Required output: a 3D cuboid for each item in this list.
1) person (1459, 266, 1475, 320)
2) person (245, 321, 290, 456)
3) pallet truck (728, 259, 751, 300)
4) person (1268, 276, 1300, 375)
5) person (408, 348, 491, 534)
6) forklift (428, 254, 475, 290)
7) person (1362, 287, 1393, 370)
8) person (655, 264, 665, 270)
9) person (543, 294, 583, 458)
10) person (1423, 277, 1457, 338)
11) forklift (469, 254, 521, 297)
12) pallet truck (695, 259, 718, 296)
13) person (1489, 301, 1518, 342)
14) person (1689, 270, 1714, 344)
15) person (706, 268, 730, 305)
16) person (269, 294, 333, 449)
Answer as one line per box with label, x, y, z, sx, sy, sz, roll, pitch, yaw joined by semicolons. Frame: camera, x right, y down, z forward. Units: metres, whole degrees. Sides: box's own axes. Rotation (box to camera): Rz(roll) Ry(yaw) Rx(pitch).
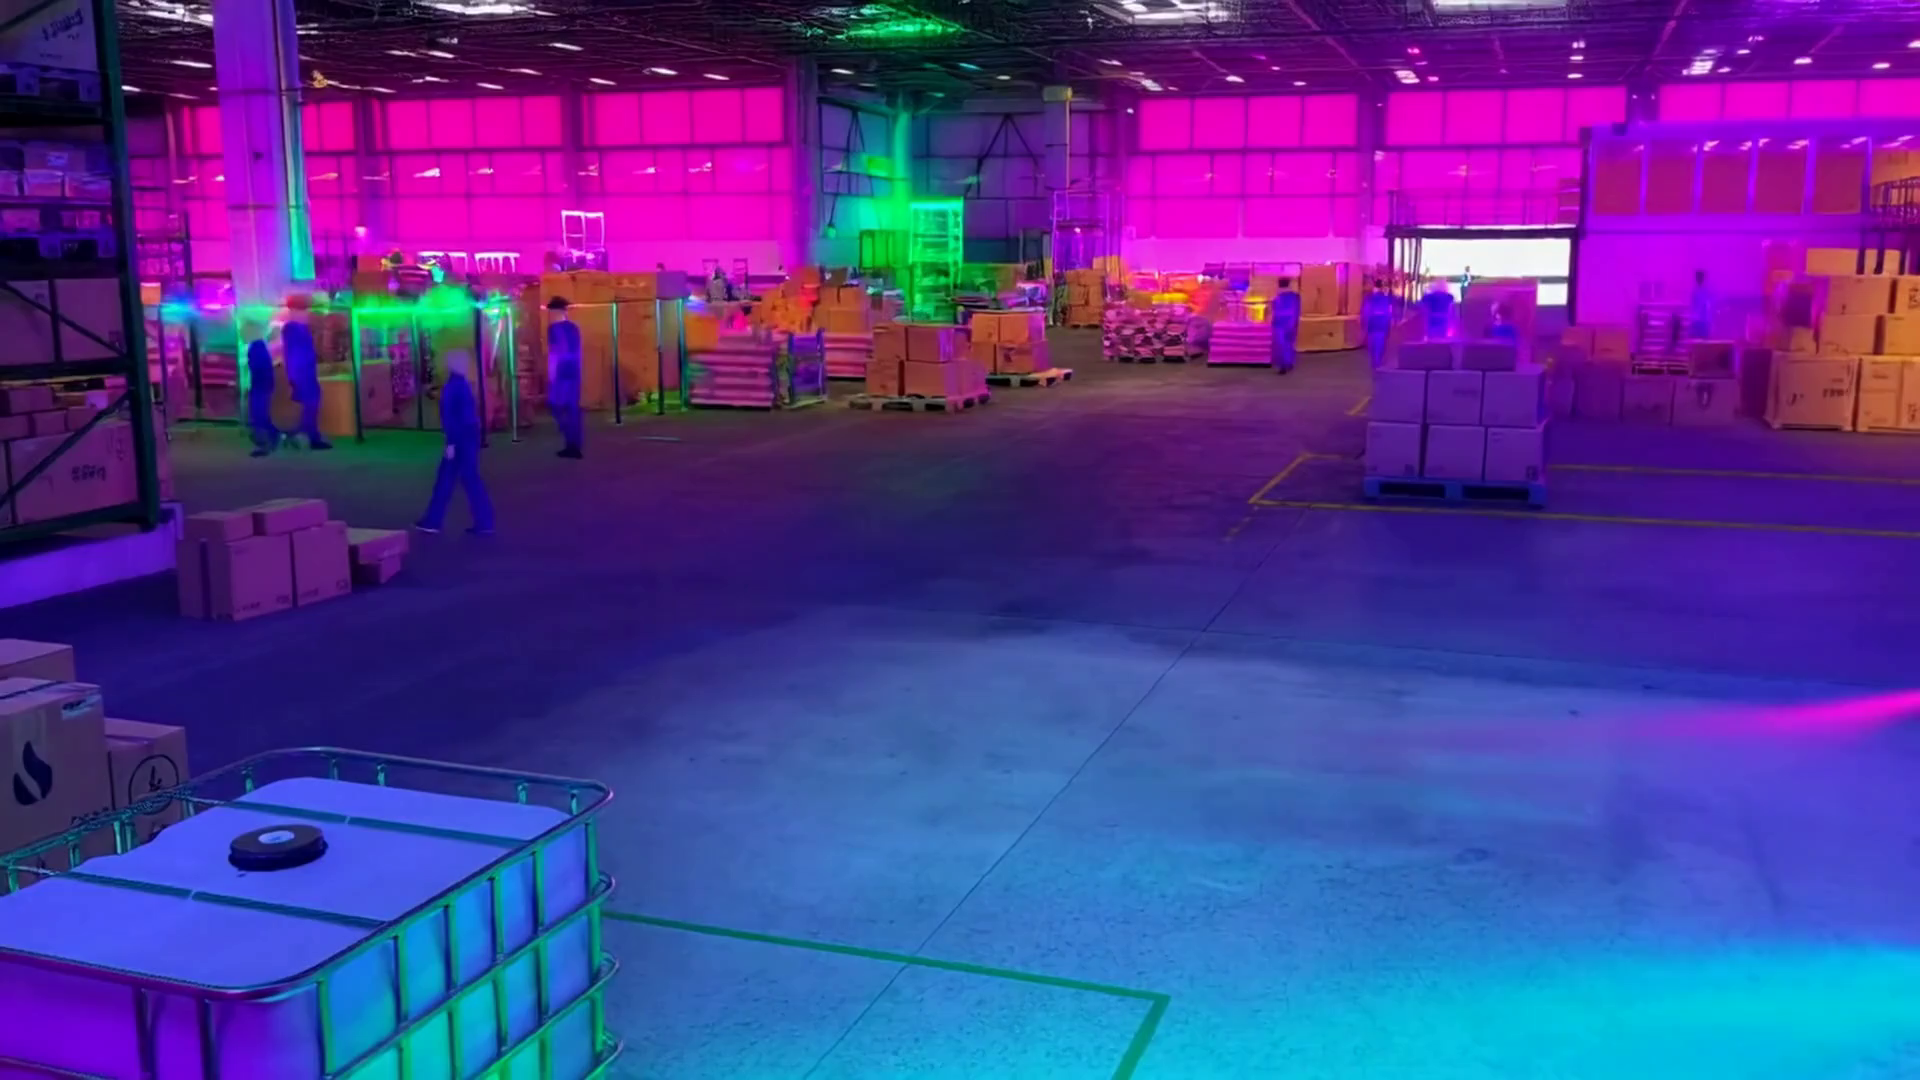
person;16.948;-8.261;55.661;0.526;1.798;0.960;6;12;30
person;-8.215;-1.777;19.629;0.463;1.620;0.503;0;10;-2
pallet truck;-7.986;-9.493;62.019;0.823;1.965;1.885;3;11;17
person;6.226;-4.117;31.987;0.618;1.911;0.488;6;12;31
person;-4.434;-0.836;14.323;0.758;1.606;0.541;-5;11;-24
forklift;-20.133;-10.254;65.465;1.157;1.987;2.680;3;11;19
person;7.847;-3.894;31.249;0.533;1.731;0.847;4;11;19
person;-7.874;-6.240;43.703;0.606;1.994;1.003;6;12;31
person;-4.668;-1.910;19.503;0.449;1.927;0.595;3;11;17
person;9.151;-4.010;31.445;0.796;1.880;0.630;-9;13;-41
forklift;-17.990;-10.121;64.684;1.157;1.987;2.680;3;11;17
pallet truck;-9.165;-9.627;62.776;0.823;1.965;1.885;4;11;23
person;6.288;-1.876;19.514;0.563;1.851;0.375;-7;12;-36
person;17.139;-5.260;38.376;0.904;1.941;0.605;-6;12;-31
person;-6.679;-6.615;46.189;0.647;1.869;0.942;4;11;22
person;-8.146;-2.047;20.337;0.733;1.917;0.549;1;10;7
